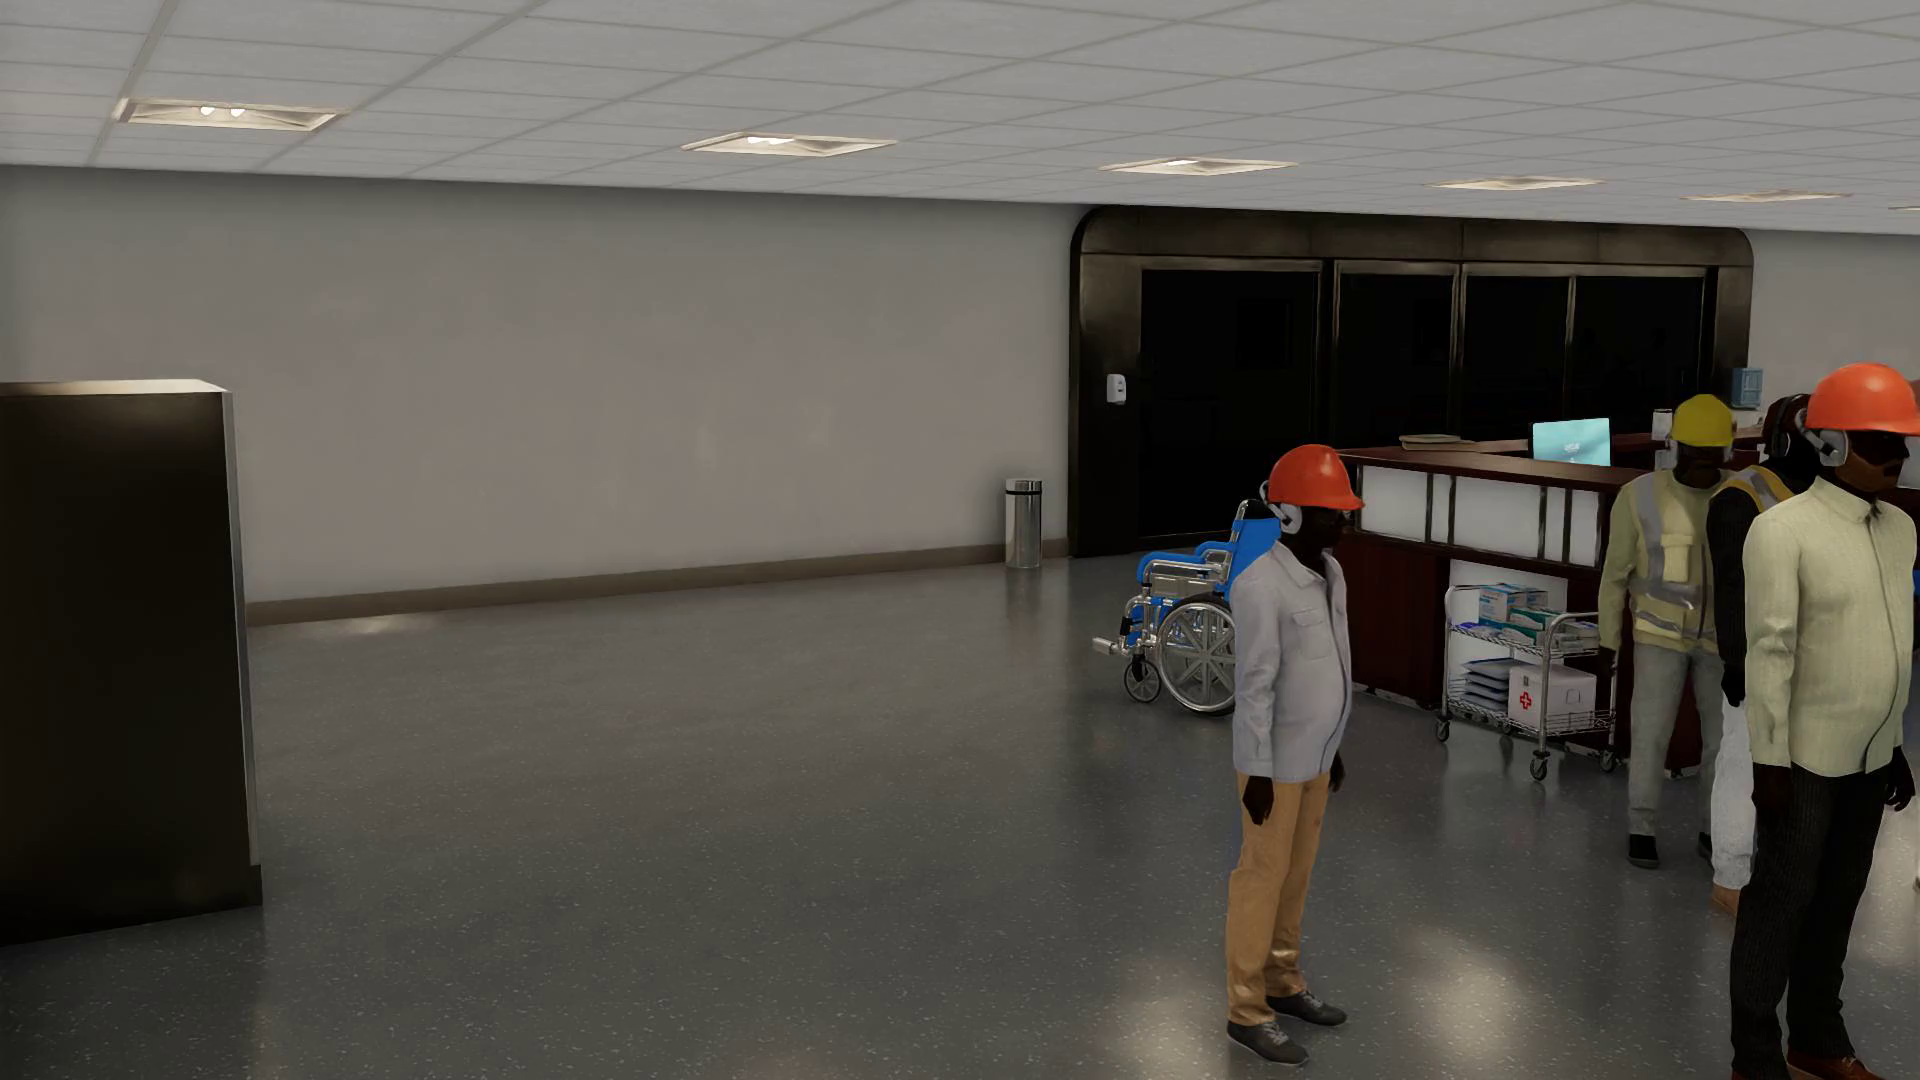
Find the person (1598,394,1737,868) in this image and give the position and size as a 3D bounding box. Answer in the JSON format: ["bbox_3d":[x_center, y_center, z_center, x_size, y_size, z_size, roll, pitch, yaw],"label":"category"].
[{"bbox_3d":[2.748,0.355,6.308,0.618,1.819,0.417,2,8,12],"label":"person"}]

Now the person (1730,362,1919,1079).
[{"bbox_3d":[2.277,0.537,4.352,0.612,1.996,0.376,-5,9,-30],"label":"person"}]

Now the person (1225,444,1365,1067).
[{"bbox_3d":[0.978,0.597,4.790,0.342,1.751,0.564,6,10,35],"label":"person"}]

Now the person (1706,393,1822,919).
[{"bbox_3d":[2.895,0.411,5.830,0.627,1.844,0.429,-4,9,-28],"label":"person"}]
